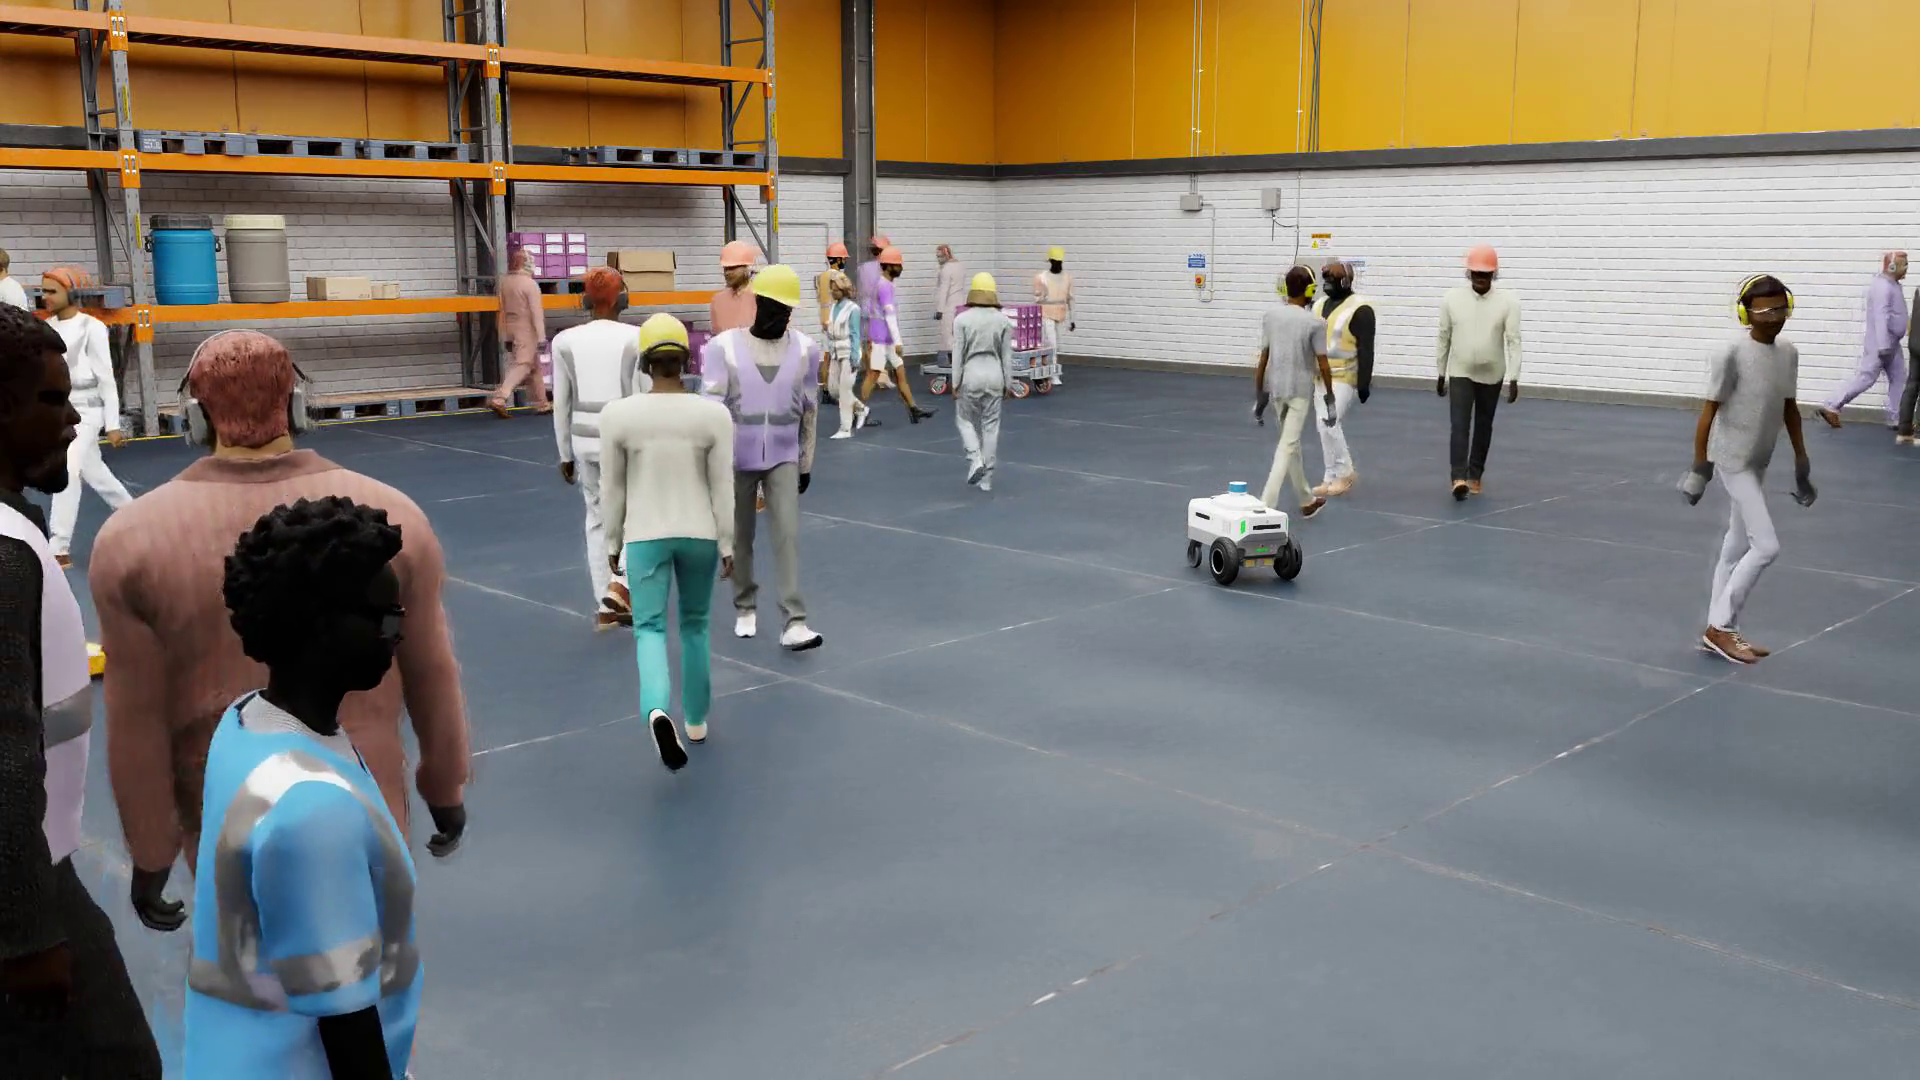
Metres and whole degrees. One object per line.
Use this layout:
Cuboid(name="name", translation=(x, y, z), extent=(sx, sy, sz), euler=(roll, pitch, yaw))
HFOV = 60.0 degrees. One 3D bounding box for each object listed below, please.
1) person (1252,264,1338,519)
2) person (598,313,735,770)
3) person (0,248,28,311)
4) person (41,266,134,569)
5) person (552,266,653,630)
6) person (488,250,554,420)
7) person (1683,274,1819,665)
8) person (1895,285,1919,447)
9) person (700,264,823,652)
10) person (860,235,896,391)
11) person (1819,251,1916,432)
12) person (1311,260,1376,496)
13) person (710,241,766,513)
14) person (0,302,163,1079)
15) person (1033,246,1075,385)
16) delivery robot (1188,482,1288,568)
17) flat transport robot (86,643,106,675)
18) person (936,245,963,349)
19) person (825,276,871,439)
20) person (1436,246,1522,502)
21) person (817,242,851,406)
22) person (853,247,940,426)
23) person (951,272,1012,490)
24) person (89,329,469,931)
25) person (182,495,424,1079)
Cuboid(name="person", translation=(2.357, -0.987, 11.538), extent=(0.539, 1.814, 0.989), euler=(10, 14, 43))
Cuboid(name="person", translation=(-1.109, 0.009, 6.357), extent=(0.520, 1.736, 0.760), euler=(-2, 11, -13))
Cuboid(name="person", translation=(-8.047, -1.504, 14.052), extent=(0.633, 1.944, 0.381), euler=(10, 14, 42))
Cuboid(name="person", translation=(-5.410, -0.763, 10.266), extent=(0.587, 1.844, 0.961), euler=(6, 12, 30))
Cuboid(name="person", translation=(-1.775, -0.446, 8.431), extent=(0.601, 1.871, 0.459), euler=(2, 11, 10))
Cuboid(name="person", translation=(-4.865, -2.276, 18.439), extent=(0.946, 1.872, 0.657), euler=(-10, 14, -42))
Cuboid(name="person", translation=(3.758, -0.321, 7.859), extent=(0.472, 1.843, 0.487), euler=(-9, 14, -42))
Cuboid(name="person", translation=(9.289, -1.811, 15.958), extent=(0.329, 1.842, 0.514), euler=(-1, 10, -4))
Cuboid(name="person", translation=(-0.954, -0.388, 8.096), extent=(0.615, 1.865, 0.946), euler=(-3, 11, -15))
Cuboid(name="person", translation=(-1.051, -2.949, 21.679), extent=(0.606, 2.018, 0.531), euler=(10, 14, 43))
Cuboid(name="person", translation=(9.533, -2.066, 17.272), extent=(0.929, 1.868, 0.654), euler=(8, 13, 38))
Cuboid(name="person", translation=(2.885, -1.240, 12.891), extent=(0.454, 1.828, 0.630), euler=(-4, 11, -22))
Cuboid(name="person", translation=(-1.626, -1.136, 11.915), extent=(0.646, 1.969, 0.807), euler=(6, 12, 28))
Cuboid(name="person", translation=(-1.630, 0.561, 2.829), extent=(0.422, 1.910, 0.639), euler=(-8, 13, -38))
Cuboid(name="person", translation=(1.254, -3.083, 22.796), extent=(0.593, 1.893, 0.890), euler=(-4, 11, -21))
Cuboid(name="delivery robot", translation=(1.650, -0.105, 9.913), extent=(0.477, 0.478, 0.707), euler=(-4, 11, -19))
Cuboid(name="flat transport robot", translation=(-4.492, 0.577, 7.227), extent=(0.652, 0.197, 1.431), euler=(5, 12, 27))
Cuboid(name="person", translation=(-0.158, -3.532, 25.280), extent=(0.400, 1.872, 0.716), euler=(4, 11, 20))
Cuboid(name="person", translation=(-1.109, -1.822, 16.633), extent=(0.498, 1.624, 0.516), euler=(-8, 13, -38))
Cuboid(name="person", translation=(3.952, -1.260, 12.700), extent=(0.632, 1.926, 1.061), euler=(3, 11, 16))
Cuboid(name="person", translation=(-1.476, -2.573, 19.856), extent=(0.377, 1.938, 0.547), euler=(-8, 13, -37))
Cuboid(name="person", translation=(-0.694, -2.137, 17.603), extent=(0.977, 1.885, 0.574), euler=(-1, 10, -3))
Cuboid(name="person", translation=(0.169, -1.256, 13.222), extent=(0.508, 1.728, 0.395), euler=(-2, 11, -12))
Cuboid(name="person", translation=(-1.312, 0.511, 3.302), extent=(0.657, 1.853, 1.027), euler=(-5, 11, -24))
Cuboid(name="person", translation=(-0.823, 0.766, 2.340), extent=(0.639, 1.670, 0.555), euler=(-5, 11, -25))
